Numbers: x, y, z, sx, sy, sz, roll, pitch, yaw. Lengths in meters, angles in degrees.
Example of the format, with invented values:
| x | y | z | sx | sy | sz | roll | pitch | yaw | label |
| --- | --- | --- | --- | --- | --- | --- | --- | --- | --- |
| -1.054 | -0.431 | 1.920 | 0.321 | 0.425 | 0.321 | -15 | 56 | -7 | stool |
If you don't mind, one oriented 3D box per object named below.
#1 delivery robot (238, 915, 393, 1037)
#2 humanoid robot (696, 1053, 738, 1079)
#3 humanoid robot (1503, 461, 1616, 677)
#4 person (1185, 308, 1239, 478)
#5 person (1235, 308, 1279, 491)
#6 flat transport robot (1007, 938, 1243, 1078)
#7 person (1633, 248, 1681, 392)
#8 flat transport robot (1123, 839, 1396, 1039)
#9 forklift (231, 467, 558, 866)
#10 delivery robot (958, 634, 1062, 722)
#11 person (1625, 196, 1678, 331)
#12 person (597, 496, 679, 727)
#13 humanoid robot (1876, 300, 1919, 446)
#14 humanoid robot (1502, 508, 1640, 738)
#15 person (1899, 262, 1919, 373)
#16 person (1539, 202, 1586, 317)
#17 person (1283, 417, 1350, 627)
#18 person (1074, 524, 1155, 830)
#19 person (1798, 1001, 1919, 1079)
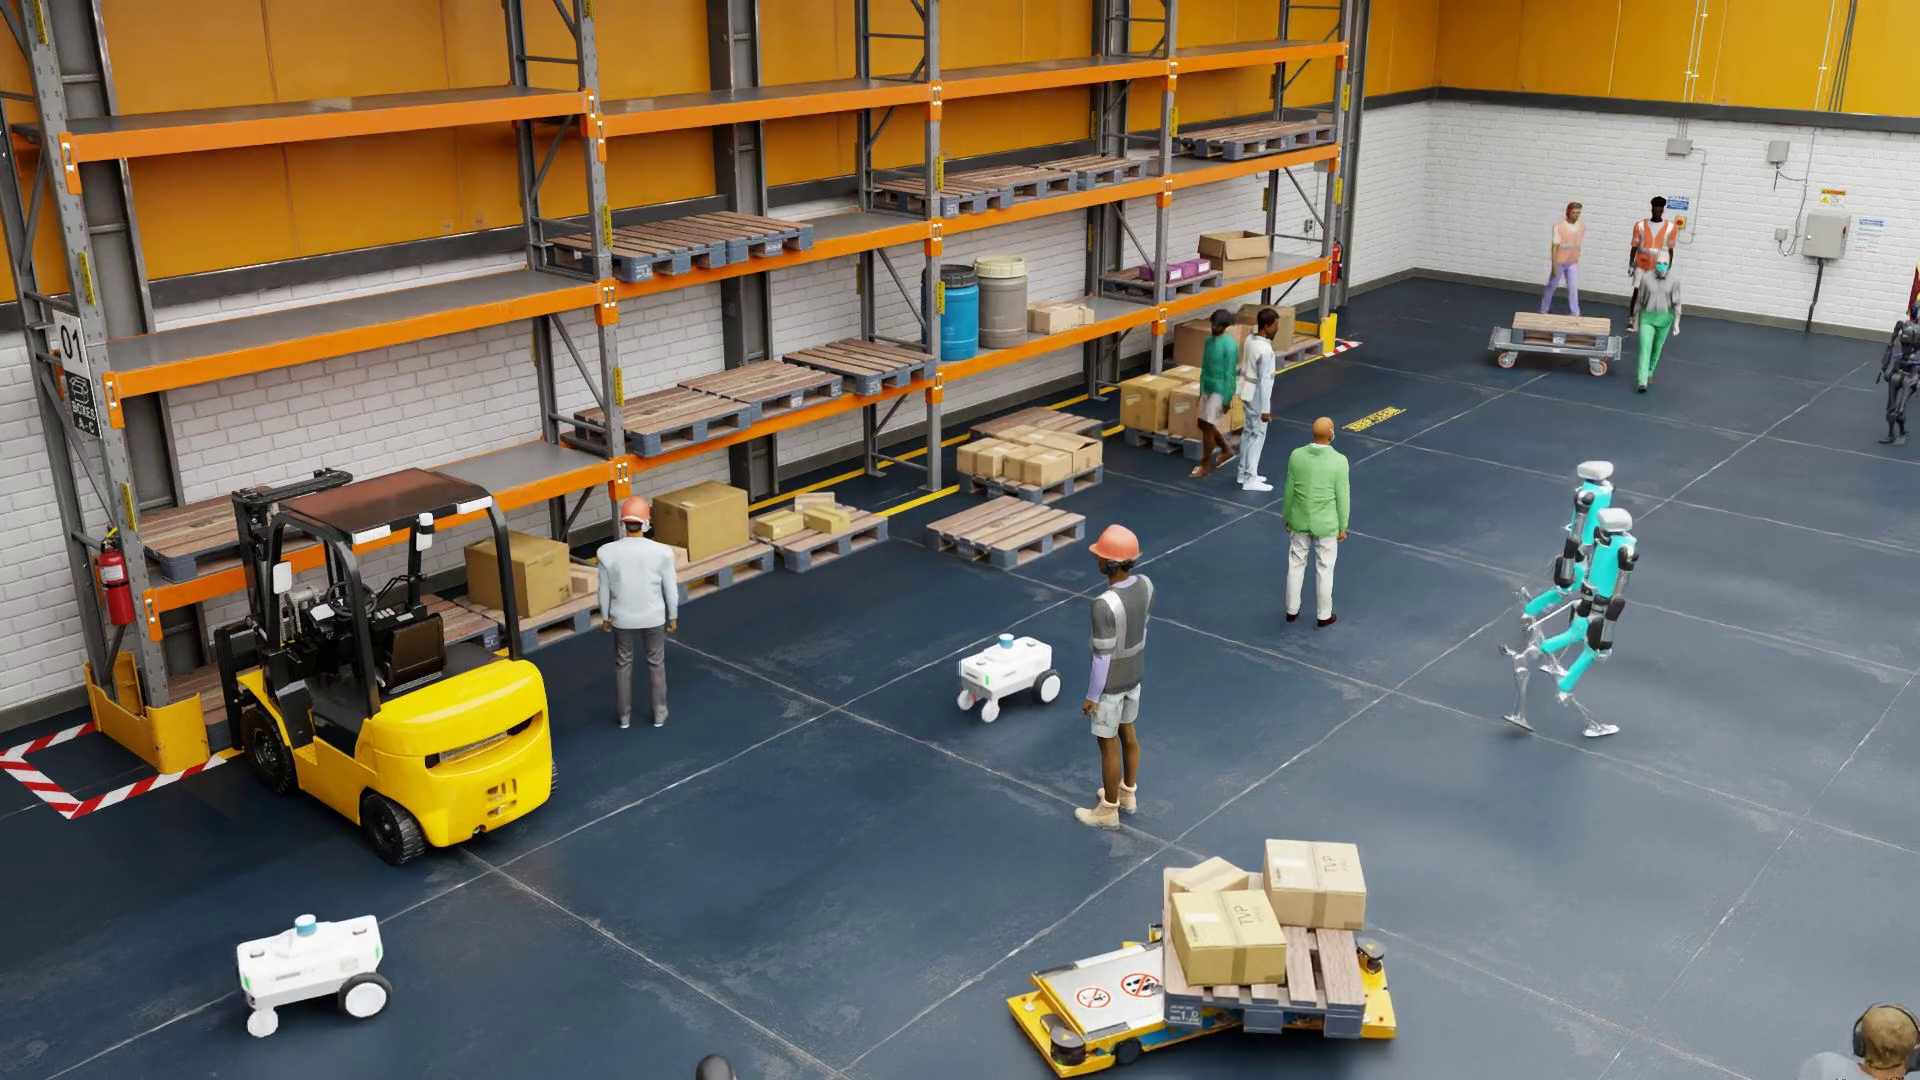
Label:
| x | y | z | sx | sy | sz | roll | pitch | yaw | label |
| --- | --- | --- | --- | --- | --- | --- | --- | --- | --- |
| -3.453 | 2.300 | 8.935 | 0.815 | 0.614 | 0.499 | -9 | 22 | -23 | delivery robot |
| -0.860 | 2.671 | 6.388 | 0.608 | 1.643 | 0.791 | -9 | 22 | -24 | humanoid robot |
| 4.578 | 0.249 | 12.925 | 0.752 | 1.896 | 0.557 | 17 | 26 | 39 | humanoid robot |
| 2.681 | -1.552 | 17.527 | 0.534 | 1.829 | 0.523 | -8 | 22 | -21 | person |
| 3.058 | -1.444 | 17.105 | 0.408 | 1.908 | 0.595 | -3 | 20 | -7 | person |
| 1.034 | 2.452 | 8.908 | 1.431 | 0.231 | 0.659 | -9 | 22 | -22 | flat transport robot |
| 8.737 | -2.765 | 20.864 | 0.535 | 1.793 | 0.959 | 6 | 21 | 16 | person |
| 1.601 | 2.400 | 9.048 | 1.431 | 0.231 | 0.659 | 2 | 20 | 6 | flat transport robot |
| -3.730 | 0.710 | 10.856 | 2.313 | 2.155 | 1.214 | 17 | 26 | 38 | forklift |
| 0.345 | 0.992 | 12.439 | 0.777 | 0.587 | 0.499 | -17 | 26 | -39 | delivery robot |
| 9.884 | -3.945 | 23.814 | 0.596 | 1.958 | 0.369 | 8 | 22 | 20 | person |
| -2.313 | 0.525 | 12.008 | 0.572 | 1.737 | 0.350 | -3 | 20 | -7 | person |
| 10.546 | -1.870 | 18.576 | 0.343 | 1.646 | 0.588 | -9 | 22 | -23 | humanoid robot |
| 4.267 | 0.634 | 11.779 | 1.004 | 1.774 | 0.532 | -1 | 20 | -2 | humanoid robot |
| 12.561 | -3.032 | 21.592 | 0.465 | 1.775 | 0.378 | 3 | 20 | 8 | person |
| 8.853 | -4.035 | 24.282 | 0.585 | 1.785 | 0.983 | -6 | 21 | -16 | person |
| 2.943 | -0.149 | 13.769 | 0.550 | 1.782 | 0.384 | 10 | 23 | 26 | person |
| 0.977 | 0.872 | 10.626 | 0.366 | 2.048 | 0.606 | 13 | 24 | 32 | person |
| 3.355 | 2.594 | 6.200 | 1.003 | 1.866 | 0.689 | -4 | 21 | -11 | person |
